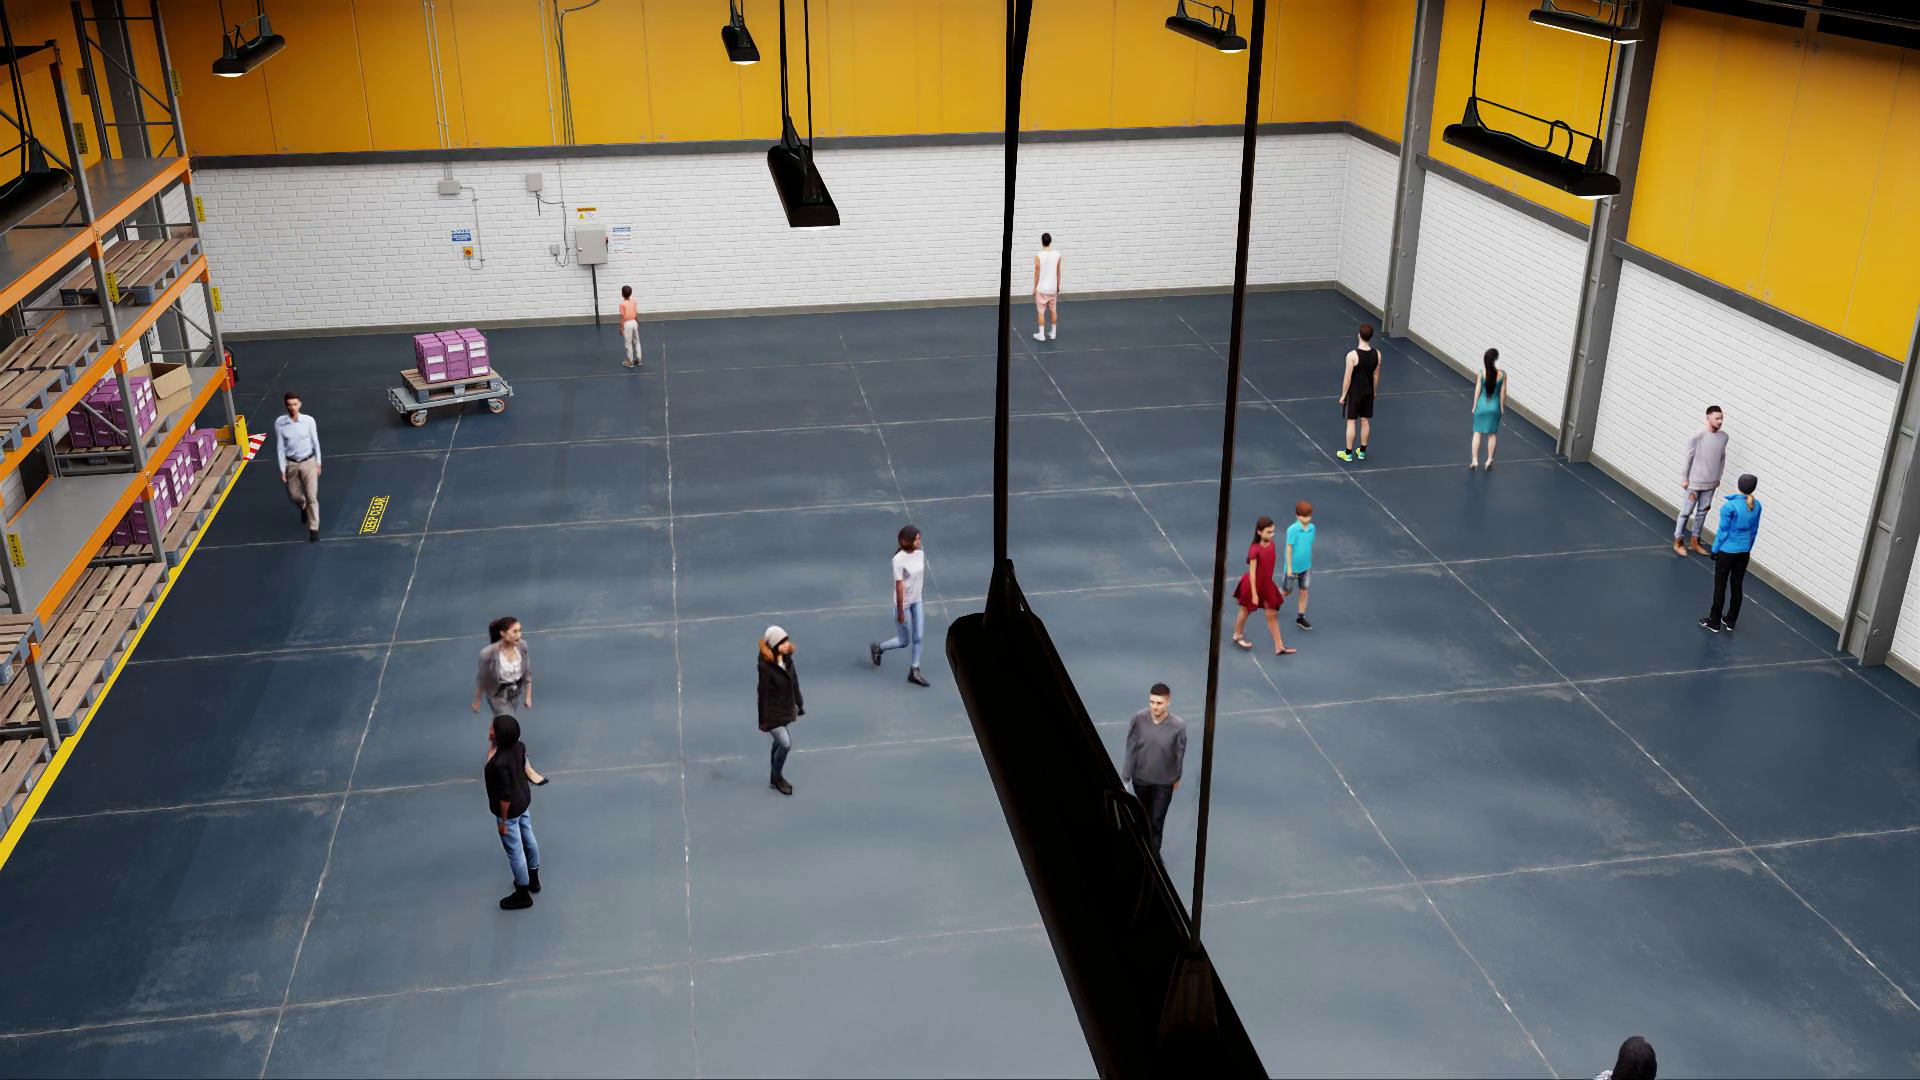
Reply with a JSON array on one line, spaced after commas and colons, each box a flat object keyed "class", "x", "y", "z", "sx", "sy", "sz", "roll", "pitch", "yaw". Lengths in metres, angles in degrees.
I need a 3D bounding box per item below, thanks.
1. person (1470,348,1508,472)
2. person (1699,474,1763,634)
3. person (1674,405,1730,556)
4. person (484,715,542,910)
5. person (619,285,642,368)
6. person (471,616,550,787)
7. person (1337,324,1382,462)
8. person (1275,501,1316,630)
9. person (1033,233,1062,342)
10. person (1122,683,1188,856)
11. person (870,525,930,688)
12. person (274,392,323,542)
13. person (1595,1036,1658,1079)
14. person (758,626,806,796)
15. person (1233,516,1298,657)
[{"class": "person", "x": 7.027, "y": -1.739, "z": 22.144, "sx": 0.618, "sy": 1.686, "sz": 0.602, "roll": 5, "pitch": 24, "yaw": 12}, {"class": "person", "x": 8.249, "y": 0.131, "z": 17.728, "sx": 0.616, "sy": 1.797, "sz": 0.517, "roll": -3, "pitch": 24, "yaw": -7}, {"class": "person", "x": 8.751, "y": -0.729, "z": 19.643, "sx": 0.671, "sy": 1.839, "sz": 0.566, "roll": -3, "pitch": 24, "yaw": -8}, {"class": "person", "x": -3.554, "y": 2.141, "z": 13.249, "sx": 0.689, "sy": 1.702, "sz": 0.572, "roll": 4, "pitch": 24, "yaw": 8}, {"class": "person", "x": -5.248, "y": -3.406, "z": 26.428, "sx": 0.600, "sy": 1.310, "sz": 0.562, "roll": 22, "pitch": 32, "yaw": 40}, {"class": "person", "x": -4.152, "y": 1.436, "z": 14.982, "sx": 1.072, "sy": 1.605, "sz": 1.195, "roll": -20, "pitch": 30, "yaw": -38}, {"class": "person", "x": 5.404, "y": -1.991, "z": 22.464, "sx": 0.686, "sy": 1.892, "sz": 0.593, "roll": -6, "pitch": 24, "yaw": -13}, {"class": "person", "x": 3.607, "y": 0.228, "z": 17.960, "sx": 0.617, "sy": 1.434, "sz": 0.887, "roll": -8, "pitch": 25, "yaw": -19}, {"class": "person", "x": 1.442, "y": -4.214, "z": 27.680, "sx": 0.664, "sy": 1.787, "sz": 0.612, "roll": -8, "pitch": 25, "yaw": -17}, {"class": "person", "x": 1.607, "y": 1.936, "z": 13.695, "sx": 0.992, "sy": 1.720, "sz": 1.159, "roll": 10, "pitch": 25, "yaw": 21}, {"class": "person", "x": -0.583, "y": 0.641, "z": 16.676, "sx": 1.011, "sy": 1.706, "sz": 0.930, "roll": 18, "pitch": 30, "yaw": 36}, {"class": "person", "x": -7.975, "y": -0.921, "z": 20.096, "sx": 0.762, "sy": 1.827, "sz": 1.046, "roll": -9, "pitch": 25, "yaw": -19}, {"class": "person", "x": 3.854, "y": 3.660, "z": 9.764, "sx": 0.859, "sy": 1.710, "sz": 0.971, "roll": 10, "pitch": 25, "yaw": 21}, {"class": "person", "x": -1.683, "y": 1.492, "z": 14.827, "sx": 0.810, "sy": 1.627, "sz": 0.733, "roll": 13, "pitch": 27, "yaw": 27}, {"class": "person", "x": 3.046, "y": 0.459, "z": 17.332, "sx": 0.876, "sy": 1.513, "sz": 1.092, "roll": -18, "pitch": 30, "yaw": -36}]
